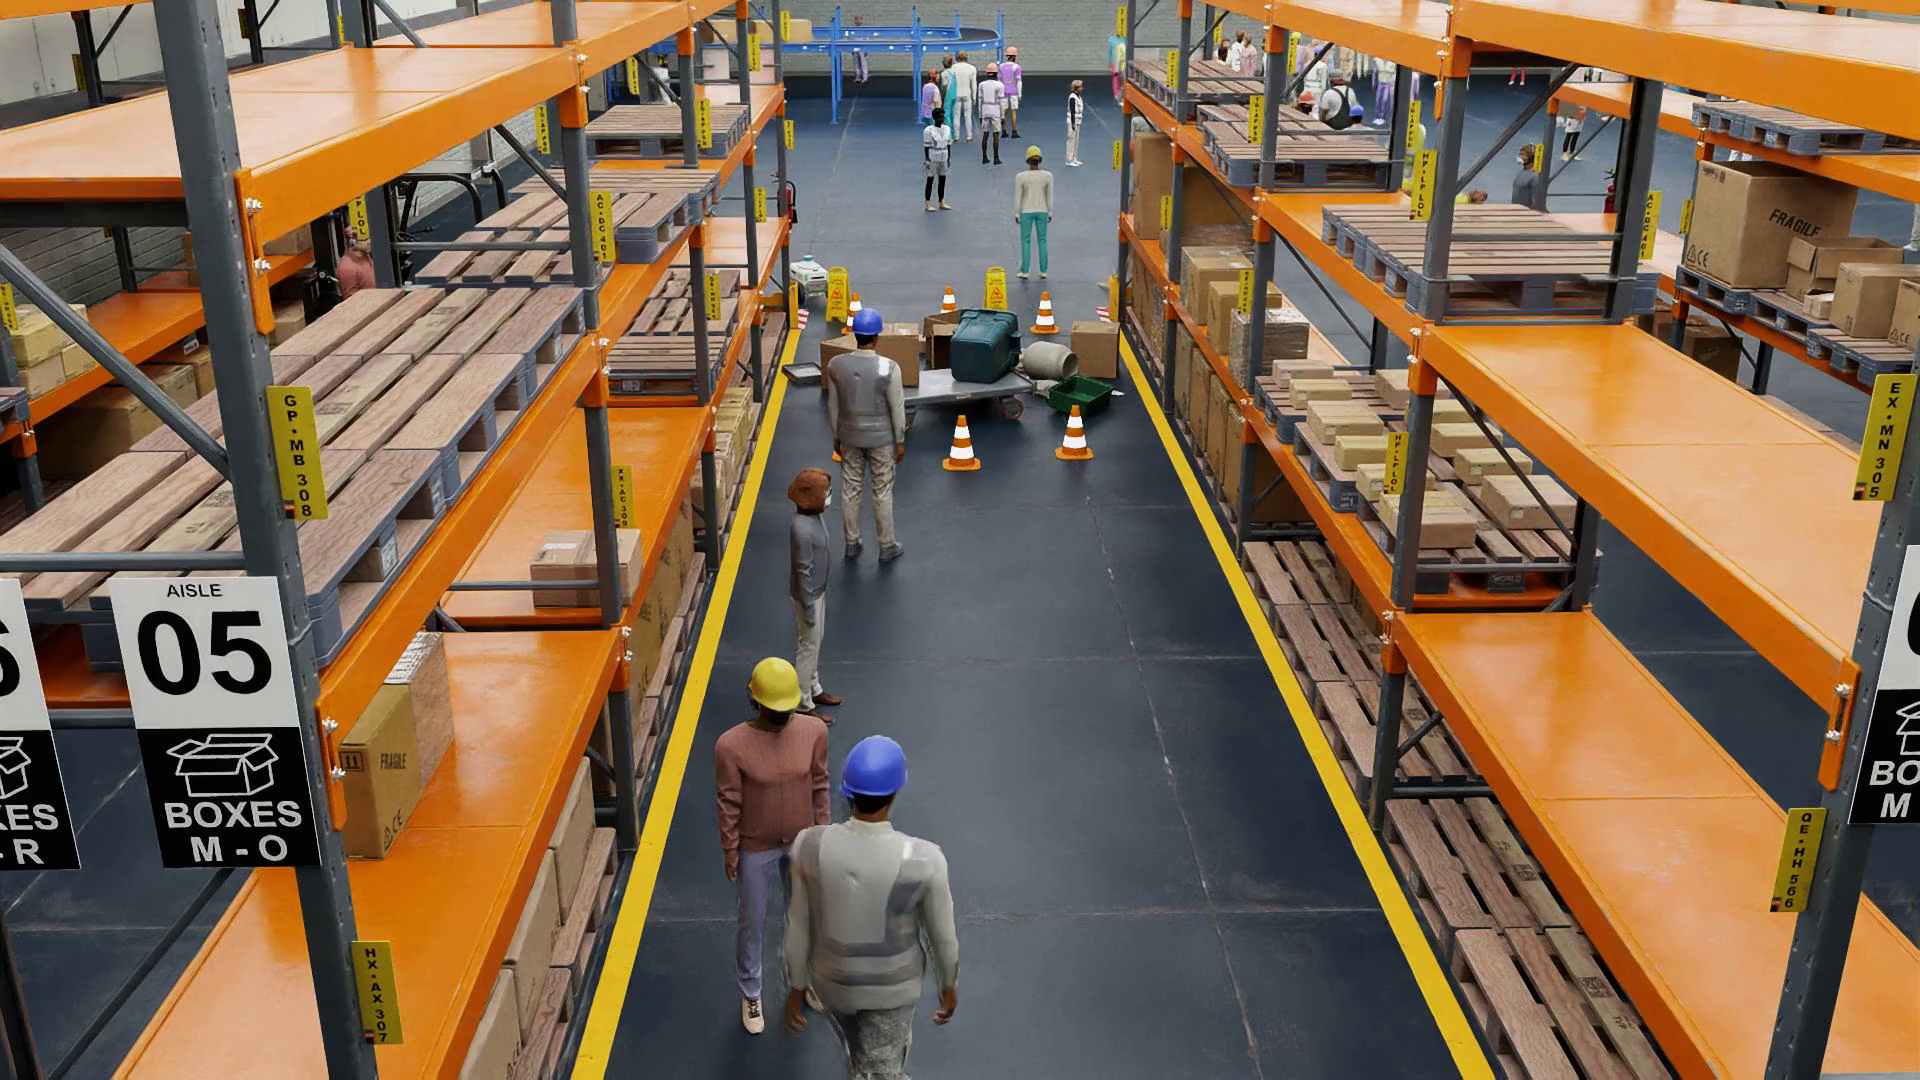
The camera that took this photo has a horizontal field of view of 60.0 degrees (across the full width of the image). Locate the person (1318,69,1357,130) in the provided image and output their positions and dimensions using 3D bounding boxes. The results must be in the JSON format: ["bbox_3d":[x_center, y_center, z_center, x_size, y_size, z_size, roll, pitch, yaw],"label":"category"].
[{"bbox_3d":[6.862,-7.649,30.571,0.746,2.000,0.843,-11,23,-27],"label":"person"}]

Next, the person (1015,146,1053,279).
[{"bbox_3d":[0.993,-4.408,22.397,0.525,1.761,0.345,-4,21,-10],"label":"person"}]

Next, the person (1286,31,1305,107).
[{"bbox_3d":[8.354,-11.730,41.555,0.593,1.903,0.776,-5,21,-12],"label":"person"}]

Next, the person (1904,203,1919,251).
[{"bbox_3d":[14.143,-5.086,24.229,0.484,1.734,0.333,0,21,0],"label":"person"}]

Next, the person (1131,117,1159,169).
[{"bbox_3d":[3.147,-6.666,28.406,0.500,1.728,0.341,3,21,7],"label":"person"}]

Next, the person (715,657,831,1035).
[{"bbox_3d":[-0.796,1.316,7.263,0.523,1.765,0.316,-10,23,-26],"label":"person"}]

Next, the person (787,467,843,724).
[{"bbox_3d":[-0.891,0.330,10.063,0.287,1.626,0.508,1,21,3],"label":"person"}]

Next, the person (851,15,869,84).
[{"bbox_3d":[-2.893,-14.084,47.768,0.401,1.906,0.649,-19,28,-41],"label":"person"}]

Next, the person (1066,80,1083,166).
[{"bbox_3d":[2.233,-8.110,32.367,0.312,1.633,0.517,6,22,16],"label":"person"}]

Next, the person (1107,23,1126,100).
[{"bbox_3d":[4.196,-12.688,44.012,0.611,1.960,0.977,0,21,0],"label":"person"}]

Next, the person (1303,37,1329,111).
[{"bbox_3d":[8.791,-11.611,41.266,0.642,1.886,0.434,10,23,25],"label":"person"}]

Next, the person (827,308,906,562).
[{"bbox_3d":[-0.693,-0.784,12.554,0.612,1.947,0.388,6,22,17],"label":"person"}]

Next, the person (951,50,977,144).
[{"bbox_3d":[0.038,-9.431,35.422,0.632,1.938,0.359,0,21,0],"label":"person"}]

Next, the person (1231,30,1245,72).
[{"bbox_3d":[7.041,-11.966,42.219,0.351,1.878,0.568,12,24,29],"label":"person"}]

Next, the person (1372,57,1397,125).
[{"bbox_3d":[9.868,-10.581,38.566,0.616,1.864,0.599,13,24,30],"label":"person"}]

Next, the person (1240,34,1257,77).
[{"bbox_3d":[6.917,-11.202,40.107,0.351,1.936,0.634,-6,22,-16],"label":"person"}]

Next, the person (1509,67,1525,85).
[{"bbox_3d":[16.003,-13.909,47.516,0.523,1.758,0.350,13,25,32],"label":"person"}]

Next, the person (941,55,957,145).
[{"bbox_3d":[-0.234,-9.337,35.318,0.378,1.838,0.554,14,25,32],"label":"person"}]

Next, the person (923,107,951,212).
[{"bbox_3d":[-0.374,-6.276,27.436,0.532,1.691,0.322,-15,25,-34],"label":"person"}]

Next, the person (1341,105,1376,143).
[{"bbox_3d":[6.102,-5.724,25.677,0.655,1.911,0.806,2,21,5],"label":"person"}]

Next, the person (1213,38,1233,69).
[{"bbox_3d":[6.341,-11.233,40.332,0.563,1.840,0.389,-12,24,-29],"label":"person"}]

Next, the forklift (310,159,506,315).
[{"bbox_3d":[-5.622,-2.910,17.832,2.313,2.155,1.214,-1,21,-1],"label":"forklift"}]

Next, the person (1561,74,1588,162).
[{"bbox_3d":[12.190,-8.339,32.873,0.540,1.695,0.317,-15,25,-34],"label":"person"}]

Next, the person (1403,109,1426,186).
[{"bbox_3d":[7.075,-5.864,26.147,0.645,1.826,0.535,-7,22,-18],"label":"person"}]

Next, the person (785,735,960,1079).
[{"bbox_3d":[-0.333,1.645,6.232,0.637,1.896,0.974,6,22,16],"label":"person"}]

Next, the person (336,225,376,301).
[{"bbox_3d":[-5.720,-2.101,16.093,0.409,1.907,0.651,-1,21,-2],"label":"person"}]

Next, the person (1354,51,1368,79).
[{"bbox_3d":[11.900,-14.504,49.115,0.592,1.728,0.378,2,21,5],"label":"person"}]

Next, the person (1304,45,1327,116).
[{"bbox_3d":[7.822,-9.889,36.640,0.429,1.939,0.615,-16,26,-35],"label":"person"}]

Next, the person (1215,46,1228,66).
[{"bbox_3d":[5.704,-9.926,36.782,0.409,1.908,0.597,-5,21,-14],"label":"person"}]

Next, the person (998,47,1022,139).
[{"bbox_3d":[1.105,-9.754,36.289,0.551,1.929,0.372,11,23,26],"label":"person"}]

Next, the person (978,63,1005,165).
[{"bbox_3d":[0.625,-8.329,32.530,0.543,1.929,0.385,9,23,23],"label":"person"}]

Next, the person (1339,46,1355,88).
[{"bbox_3d":[9.789,-11.973,42.201,0.601,1.890,0.559,-14,25,-33],"label":"person"}]

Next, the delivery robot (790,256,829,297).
[{"bbox_3d":[-1.937,-3.386,21.240,0.477,0.478,0.707,-9,23,-23],"label":"delivery robot"}]

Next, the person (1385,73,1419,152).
[{"bbox_3d":[8.978,-8.801,33.705,0.626,1.992,1.068,0,21,-1],"label":"person"}]

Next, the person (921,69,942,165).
[{"bbox_3d":[-0.543,-8.181,32.246,0.380,1.845,0.570,-11,23,-27],"label":"person"}]
